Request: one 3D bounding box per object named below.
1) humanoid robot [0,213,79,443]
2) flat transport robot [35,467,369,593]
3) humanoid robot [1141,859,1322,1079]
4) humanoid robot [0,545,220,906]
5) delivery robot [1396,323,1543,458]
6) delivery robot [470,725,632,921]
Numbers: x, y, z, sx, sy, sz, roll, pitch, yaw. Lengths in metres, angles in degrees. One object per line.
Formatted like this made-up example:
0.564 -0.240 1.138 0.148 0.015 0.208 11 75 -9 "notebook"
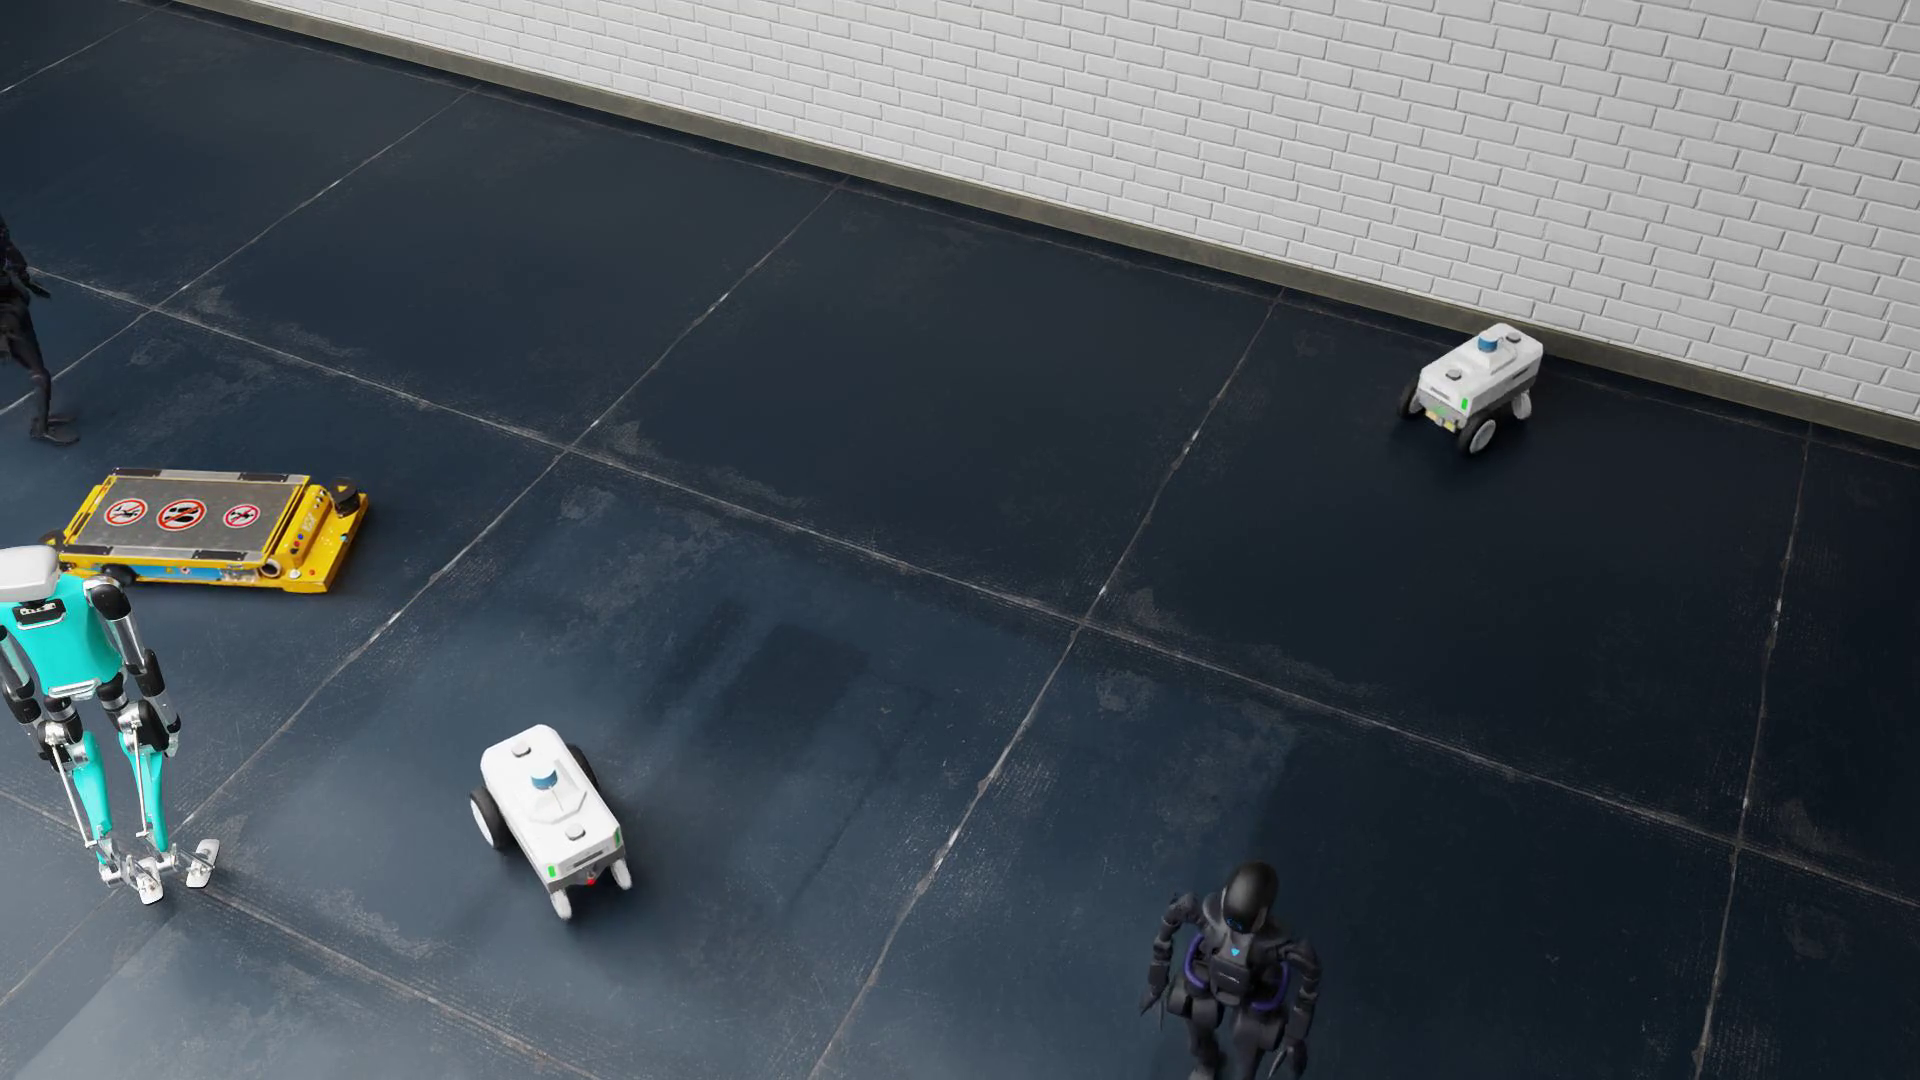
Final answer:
-4.928 -1.225 8.551 0.342 1.646 0.591 -6 43 -6 "humanoid robot"
-3.772 -0.050 8.309 1.431 0.231 0.659 2 43 3 "flat transport robot"
0.884 1.573 5.542 0.605 1.621 0.719 16 45 17 "humanoid robot"
-3.201 0.824 6.188 0.533 1.677 0.735 -12 44 -12 "humanoid robot"
2.782 -0.844 8.952 0.762 0.590 0.525 -30 50 -28 "delivery robot"
-1.677 1.121 6.841 0.499 0.602 0.801 -25 49 -25 "delivery robot"
